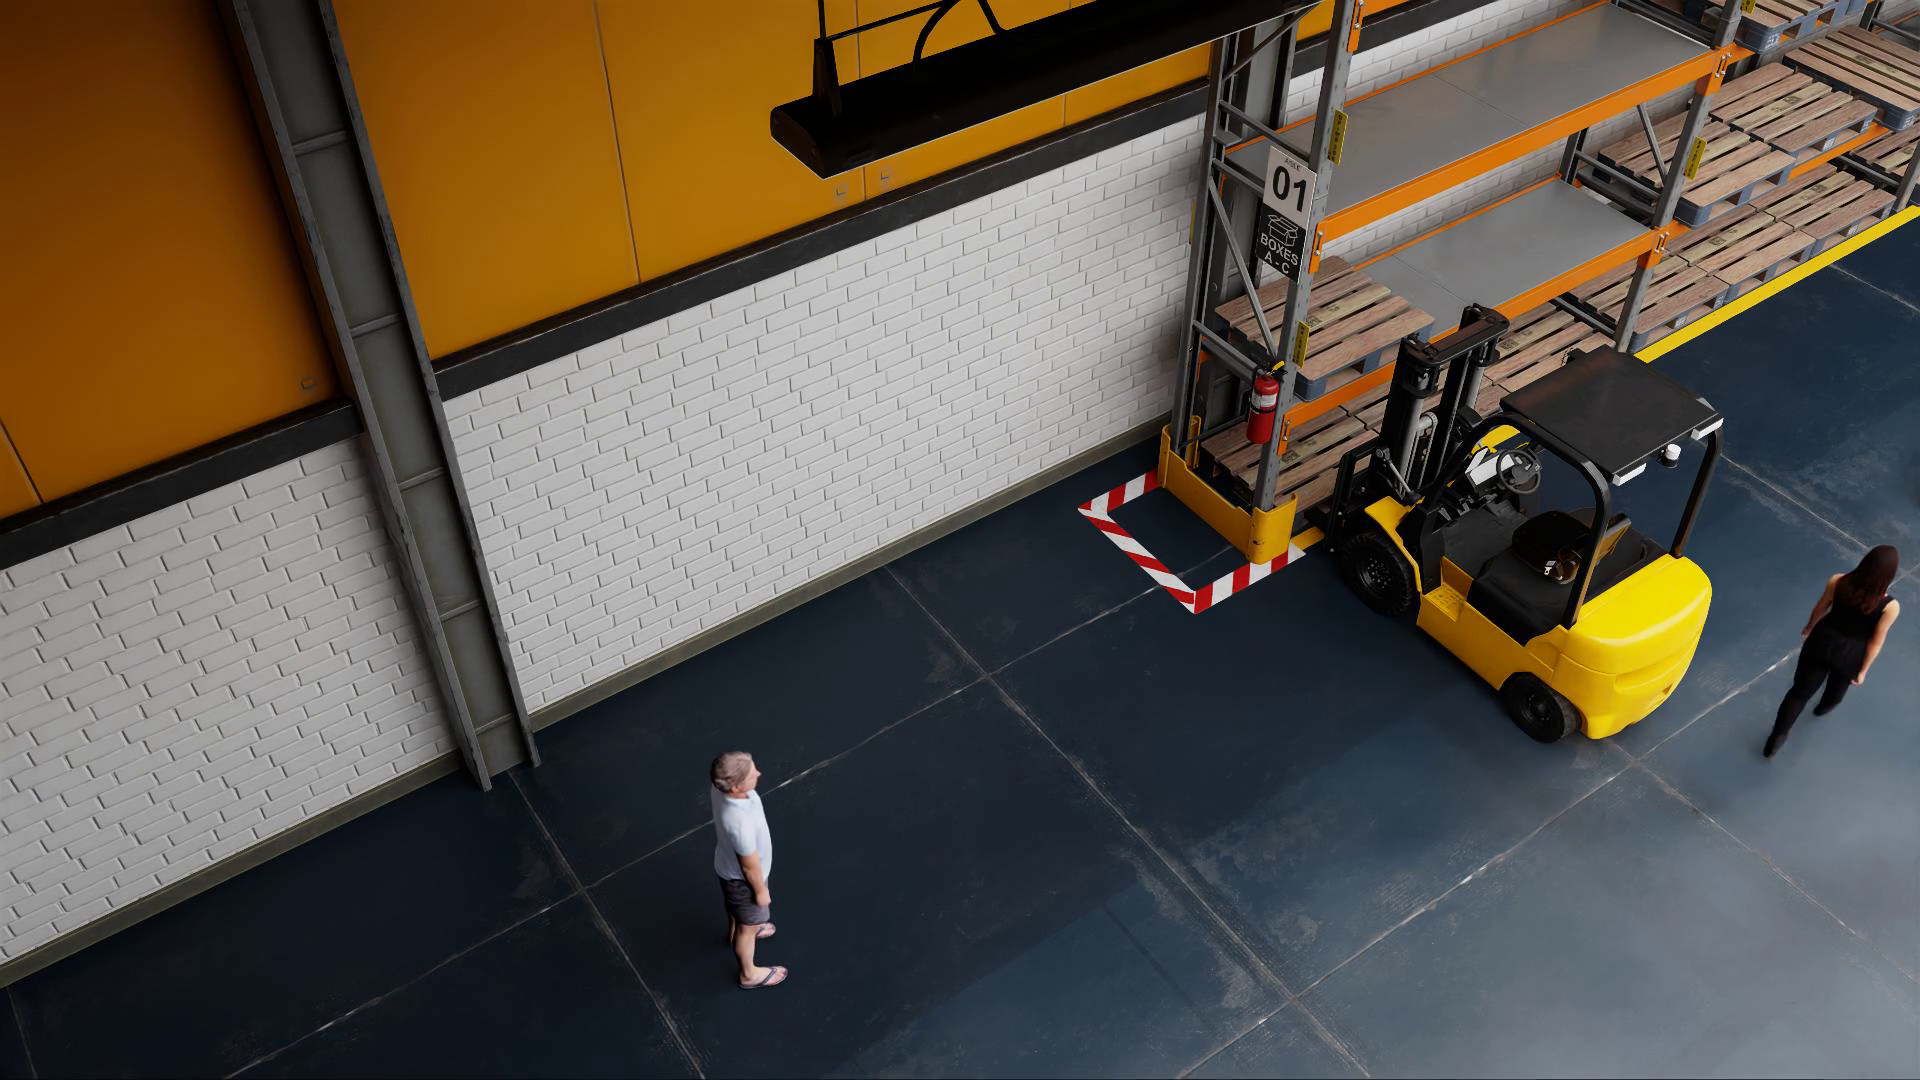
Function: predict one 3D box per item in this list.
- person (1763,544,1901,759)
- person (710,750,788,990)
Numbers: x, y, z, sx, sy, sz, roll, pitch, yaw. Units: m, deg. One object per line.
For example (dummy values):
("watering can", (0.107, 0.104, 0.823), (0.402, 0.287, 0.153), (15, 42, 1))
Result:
("person", (5.356, 0.727, 10.264), (0.744, 1.647, 1.081), (33, 53, 30))
("person", (-1.195, 1.762, 9.045), (0.667, 1.829, 0.701), (-10, 44, -10))
